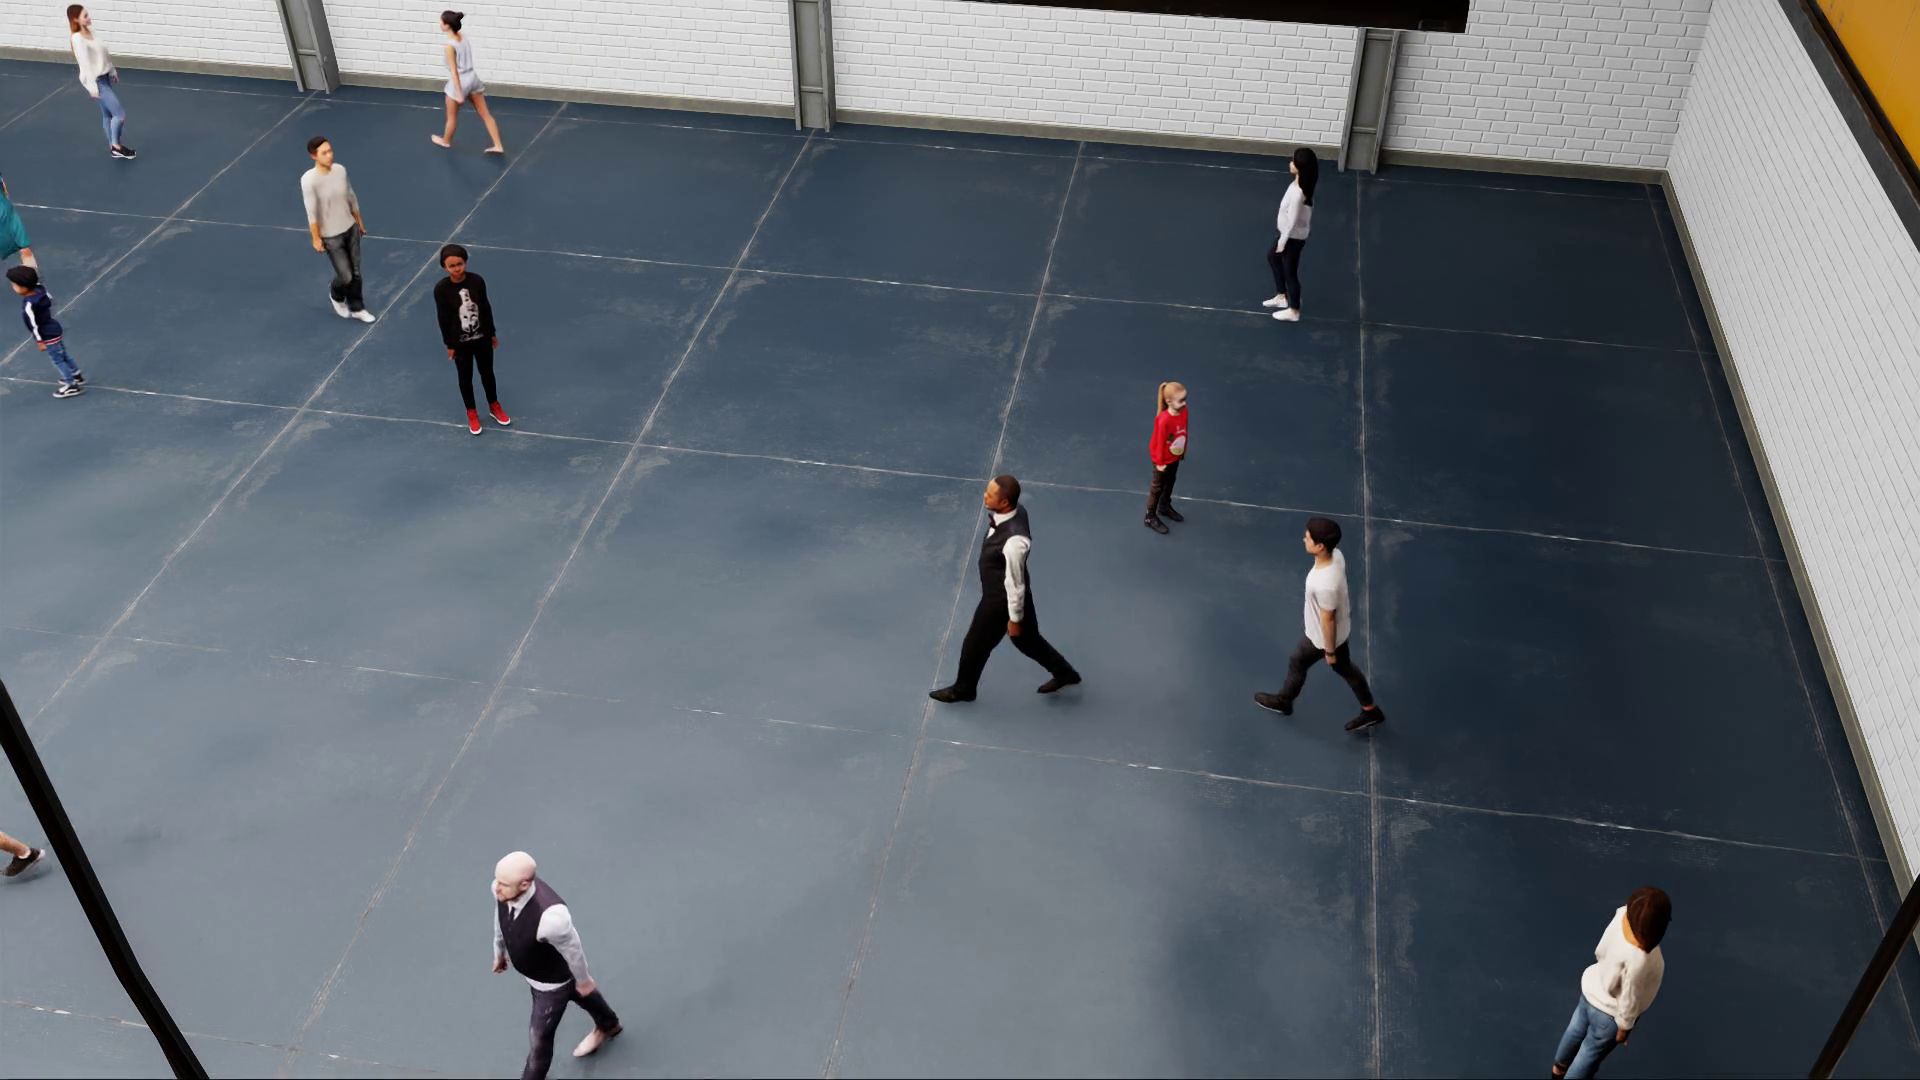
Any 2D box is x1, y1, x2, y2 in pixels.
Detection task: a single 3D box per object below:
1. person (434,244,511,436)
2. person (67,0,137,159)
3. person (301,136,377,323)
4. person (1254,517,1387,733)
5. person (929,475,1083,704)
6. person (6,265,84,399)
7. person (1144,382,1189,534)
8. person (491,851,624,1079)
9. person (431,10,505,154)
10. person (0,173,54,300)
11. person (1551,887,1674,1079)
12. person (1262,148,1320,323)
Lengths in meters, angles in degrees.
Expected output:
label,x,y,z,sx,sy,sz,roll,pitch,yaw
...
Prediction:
label,x,y,z,sx,sy,sz,roll,pitch,yaw
person,-4.025,-1.667,13.641,0.675,1.675,0.744,-21,43,-24
person,-9.176,-4.819,17.581,0.684,1.683,0.699,-4,39,-5
person,-5.659,-2.793,14.946,0.808,1.805,0.788,21,43,24
person,2.473,0.599,10.807,1.157,1.669,0.774,12,40,15
person,0.397,0.369,10.929,1.338,1.878,0.877,0,39,0
person,-7.777,-1.790,14.161,0.569,1.219,0.578,-7,39,-9
person,1.580,-0.649,12.681,0.568,1.282,0.614,-32,48,-33
person,-2.074,2.207,8.707,1.225,1.777,1.186,31,48,33
person,-5.200,-4.815,17.676,1.086,1.558,0.673,12,40,14
person,-8.881,-2.950,15.253,0.968,1.667,0.665,13,40,16
person,3.354,2.360,8.593,0.519,1.682,0.612,6,39,7
person,3.086,-2.723,14.952,0.630,1.688,0.658,10,40,13
